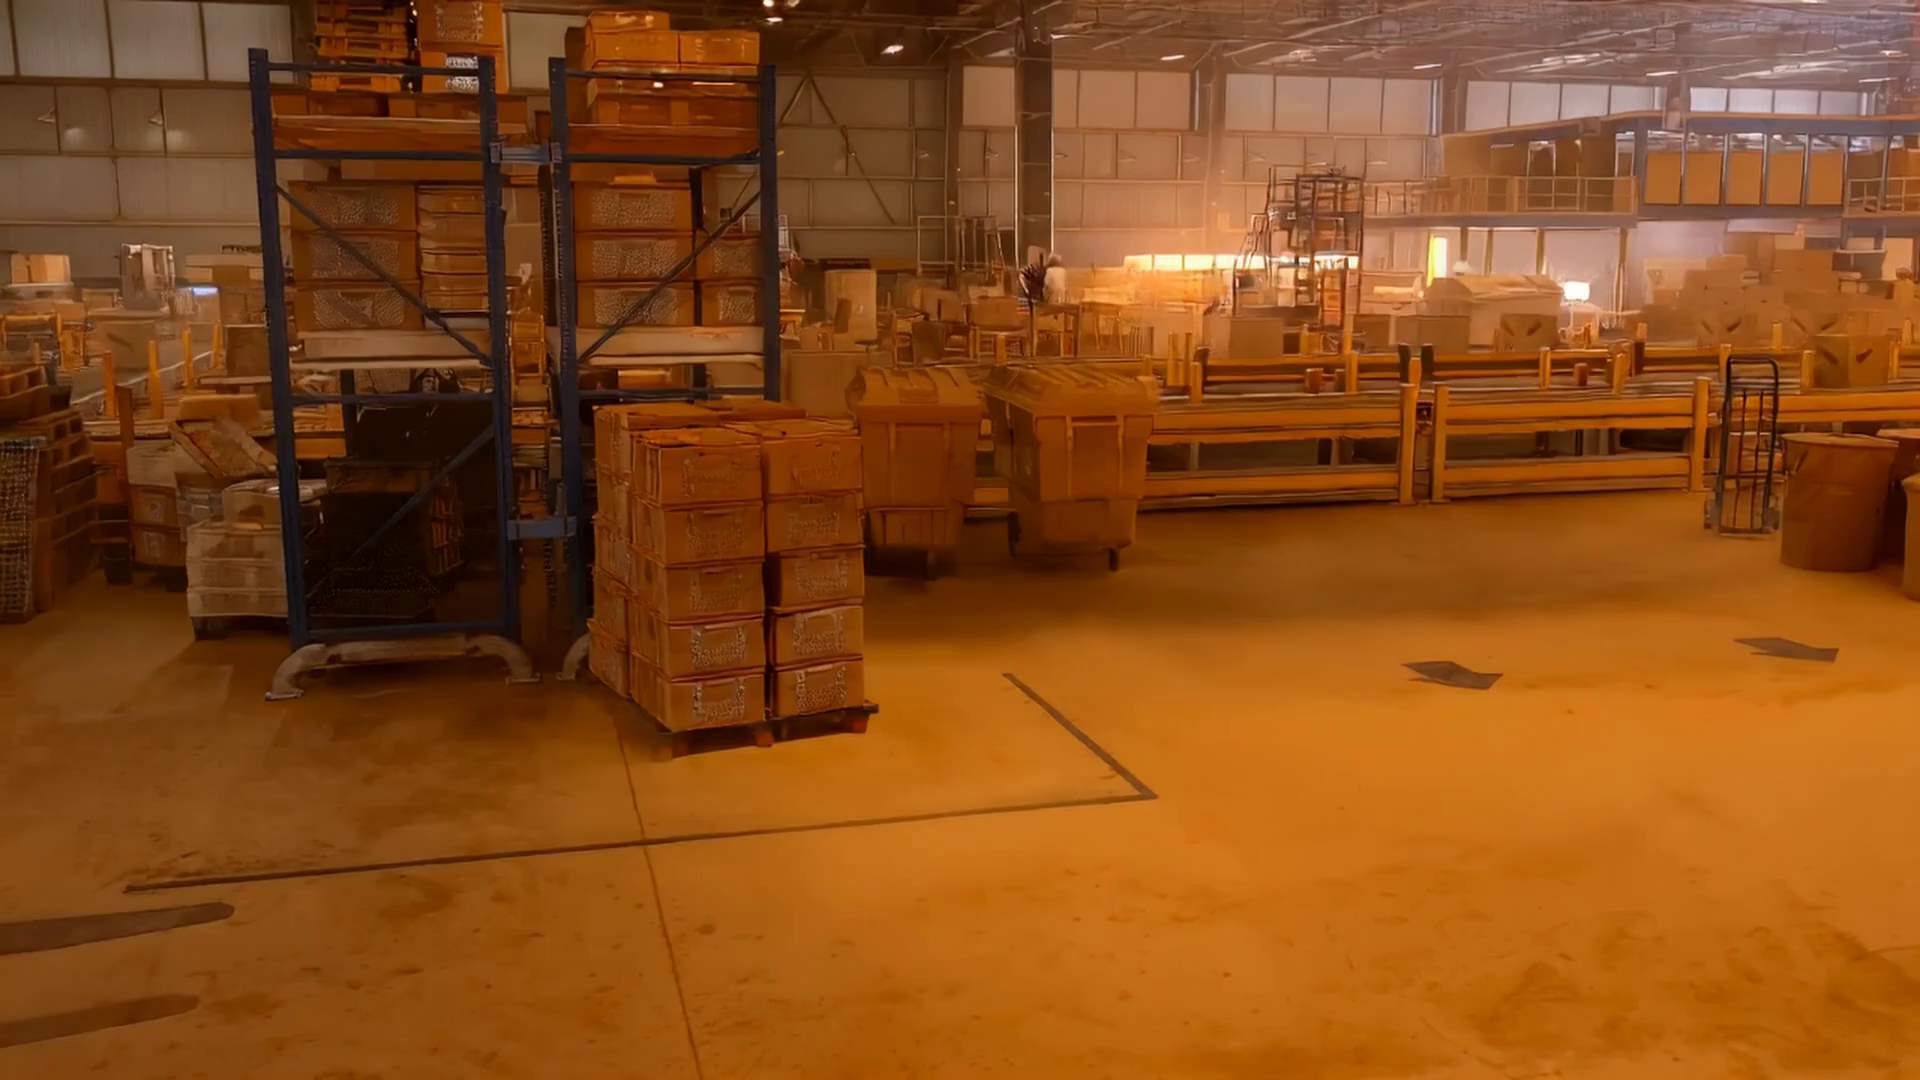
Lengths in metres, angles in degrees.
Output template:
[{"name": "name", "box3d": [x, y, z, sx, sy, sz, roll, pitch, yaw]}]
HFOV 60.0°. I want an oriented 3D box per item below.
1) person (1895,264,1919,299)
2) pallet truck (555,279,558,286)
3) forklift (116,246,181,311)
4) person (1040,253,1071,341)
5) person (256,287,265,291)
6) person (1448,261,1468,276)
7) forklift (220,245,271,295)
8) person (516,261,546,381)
[{"name": "person", "box3d": [15.630, -3.659, 27.664, 0.586, 1.825, 0.404, 2, 10, 8]}, {"name": "pallet truck", "box3d": [-10.604, -6.375, 44.520, 0.653, 1.274, 1.630, -3, 10, -15]}, {"name": "forklift", "box3d": [-19.966, -6.232, 40.894, 1.157, 1.987, 2.680, -3, 10, -15]}, {"name": "person", "box3d": [2.168, -5.443, 37.319, 0.631, 1.982, 0.672, -9, 13, -42]}, {"name": "person", "box3d": [-14.861, -5.030, 35.691, 0.861, 1.727, 0.540, -9, 13, -41]}, {"name": "person", "box3d": [7.741, -3.409, 26.045, 0.993, 1.887, 0.571, -5, 11, -25]}, {"name": "forklift", "box3d": [-17.749, -6.334, 41.440, 1.157, 1.987, 2.680, -3, 10, -17]}, {"name": "person", "box3d": [-6.829, -3.470, 26.407, 0.398, 1.897, 0.639, -4, 11, -21]}]
